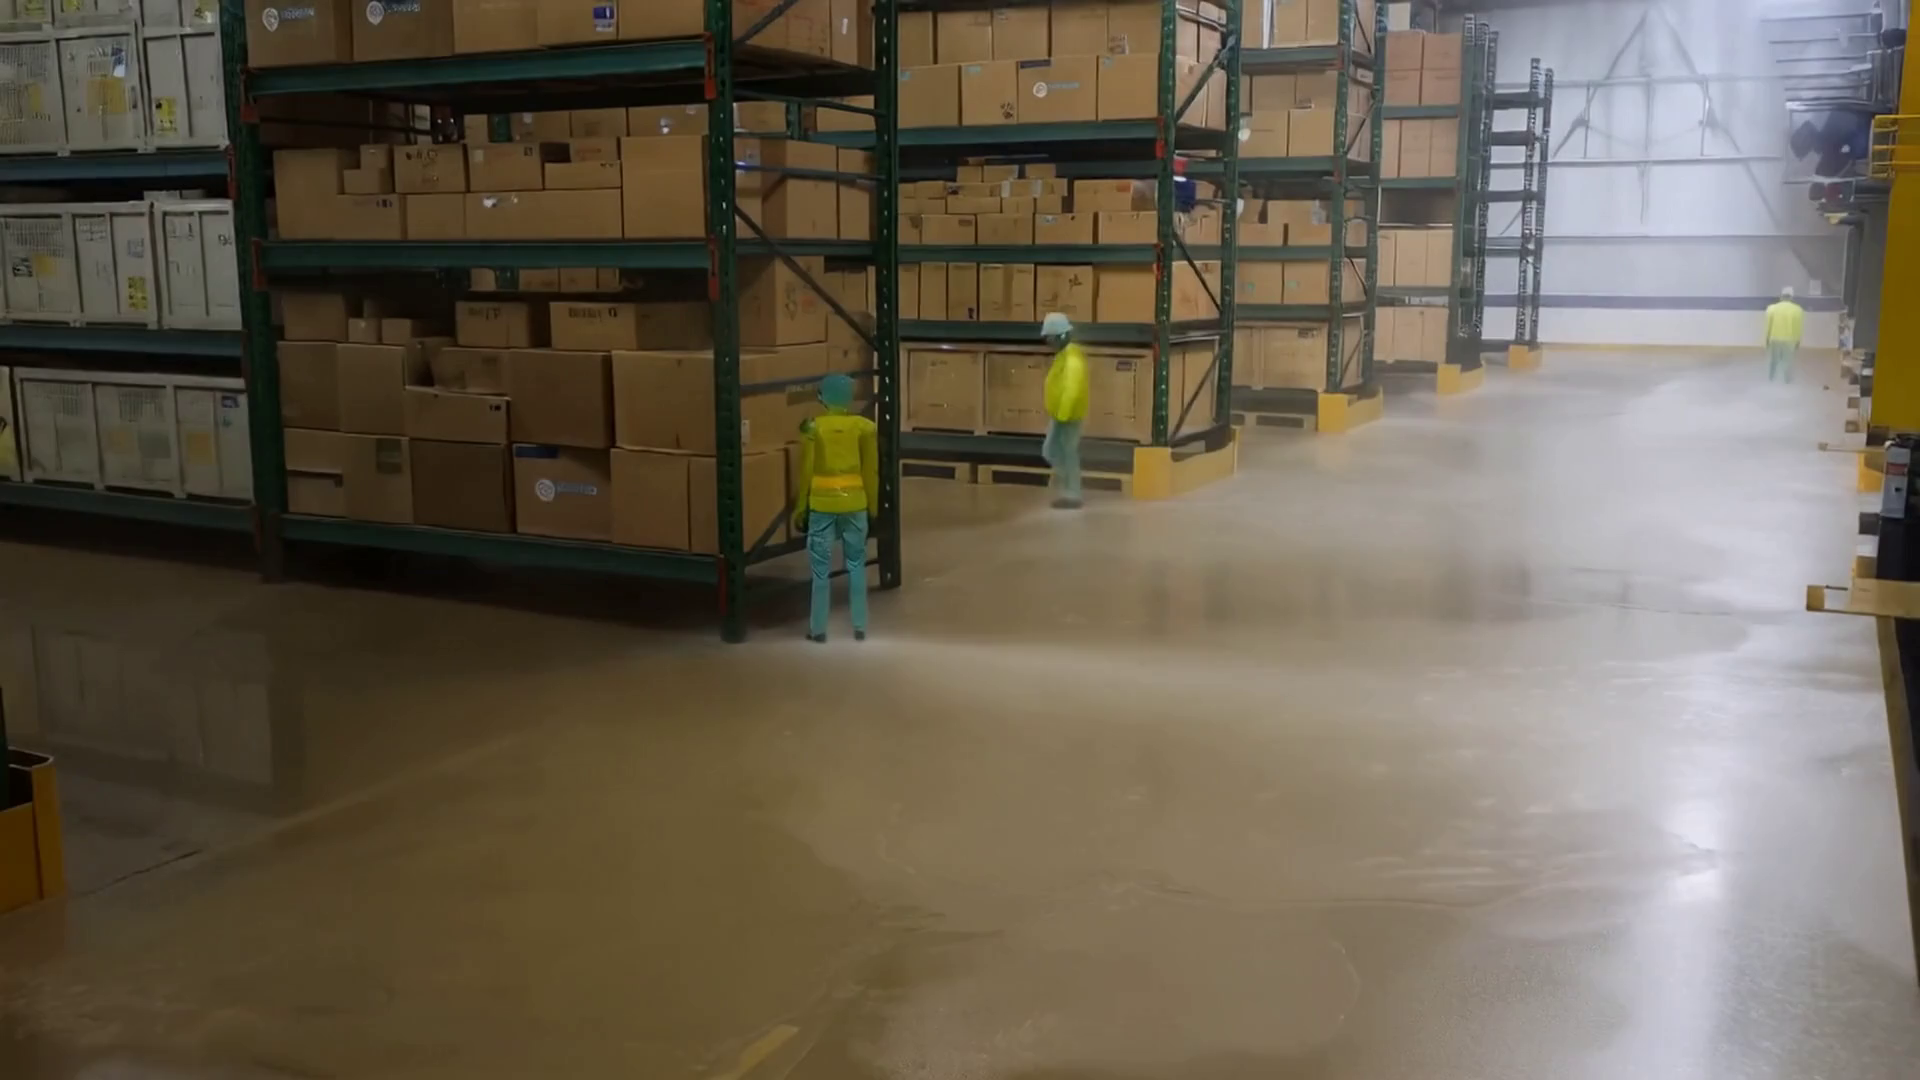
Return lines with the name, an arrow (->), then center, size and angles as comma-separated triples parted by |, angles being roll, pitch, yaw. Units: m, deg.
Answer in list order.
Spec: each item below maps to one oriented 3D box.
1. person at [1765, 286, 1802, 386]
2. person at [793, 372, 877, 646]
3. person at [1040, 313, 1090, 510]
person -> 14.494, -3.590, 29.292 | 0.571, 1.747, 0.342 | 5, 11, 28
person -> -0.737, -0.177, 9.889 | 0.518, 1.632, 0.315 | -4, 10, -20
person -> 0.938, -1.149, 15.039 | 0.452, 1.802, 0.602 | -2, 10, -11
